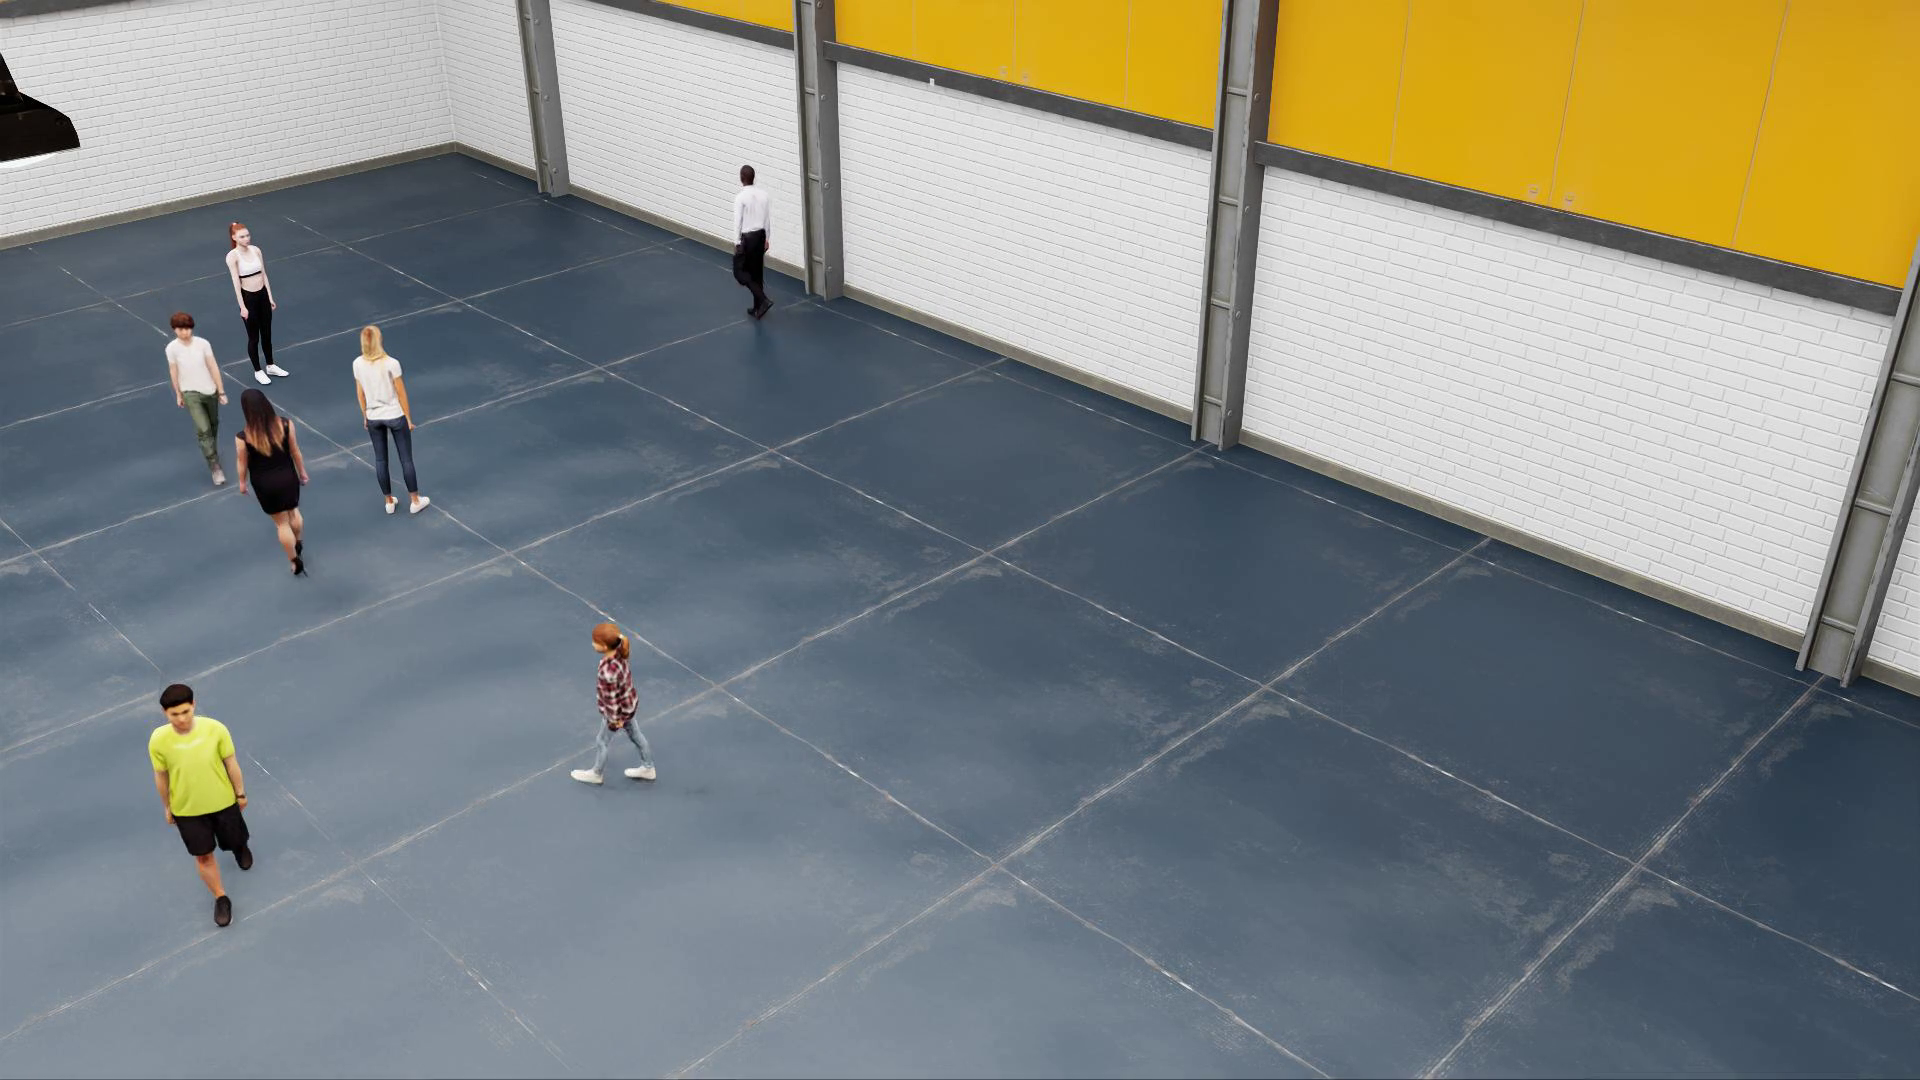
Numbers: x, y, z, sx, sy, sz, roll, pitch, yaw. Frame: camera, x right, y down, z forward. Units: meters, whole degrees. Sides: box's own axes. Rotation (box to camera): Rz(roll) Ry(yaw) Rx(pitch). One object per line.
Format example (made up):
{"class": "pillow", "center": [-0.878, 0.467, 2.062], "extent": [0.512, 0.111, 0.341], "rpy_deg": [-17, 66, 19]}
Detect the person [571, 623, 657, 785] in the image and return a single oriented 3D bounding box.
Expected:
{"class": "person", "center": [-2.292, 1.144, 11.501], "extent": [0.889, 1.283, 0.797], "rpy_deg": [4, 29, 8]}

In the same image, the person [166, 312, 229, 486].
{"class": "person", "center": [-7.242, -1.407, 15.833], "extent": [0.775, 1.613, 1.212], "rpy_deg": [-16, 32, -27]}

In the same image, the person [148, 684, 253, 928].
{"class": "person", "center": [-4.700, 1.564, 10.308], "extent": [0.824, 1.690, 0.985], "rpy_deg": [-11, 31, -20]}

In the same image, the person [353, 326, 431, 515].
{"class": "person", "center": [-5.184, -1.080, 15.031], "extent": [0.654, 1.809, 0.725], "rpy_deg": [1, 29, 2]}

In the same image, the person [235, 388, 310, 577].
{"class": "person", "center": [-5.714, -0.444, 13.979], "extent": [0.700, 1.698, 0.751], "rpy_deg": [-22, 36, -35]}

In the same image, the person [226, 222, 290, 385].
{"class": "person", "center": [-7.555, -2.545, 17.785], "extent": [0.614, 1.742, 0.643], "rpy_deg": [15, 32, 25]}

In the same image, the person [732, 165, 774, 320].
{"class": "person", "center": [-2.366, -3.405, 19.277], "extent": [0.674, 1.824, 0.809], "rpy_deg": [-23, 36, -36]}
